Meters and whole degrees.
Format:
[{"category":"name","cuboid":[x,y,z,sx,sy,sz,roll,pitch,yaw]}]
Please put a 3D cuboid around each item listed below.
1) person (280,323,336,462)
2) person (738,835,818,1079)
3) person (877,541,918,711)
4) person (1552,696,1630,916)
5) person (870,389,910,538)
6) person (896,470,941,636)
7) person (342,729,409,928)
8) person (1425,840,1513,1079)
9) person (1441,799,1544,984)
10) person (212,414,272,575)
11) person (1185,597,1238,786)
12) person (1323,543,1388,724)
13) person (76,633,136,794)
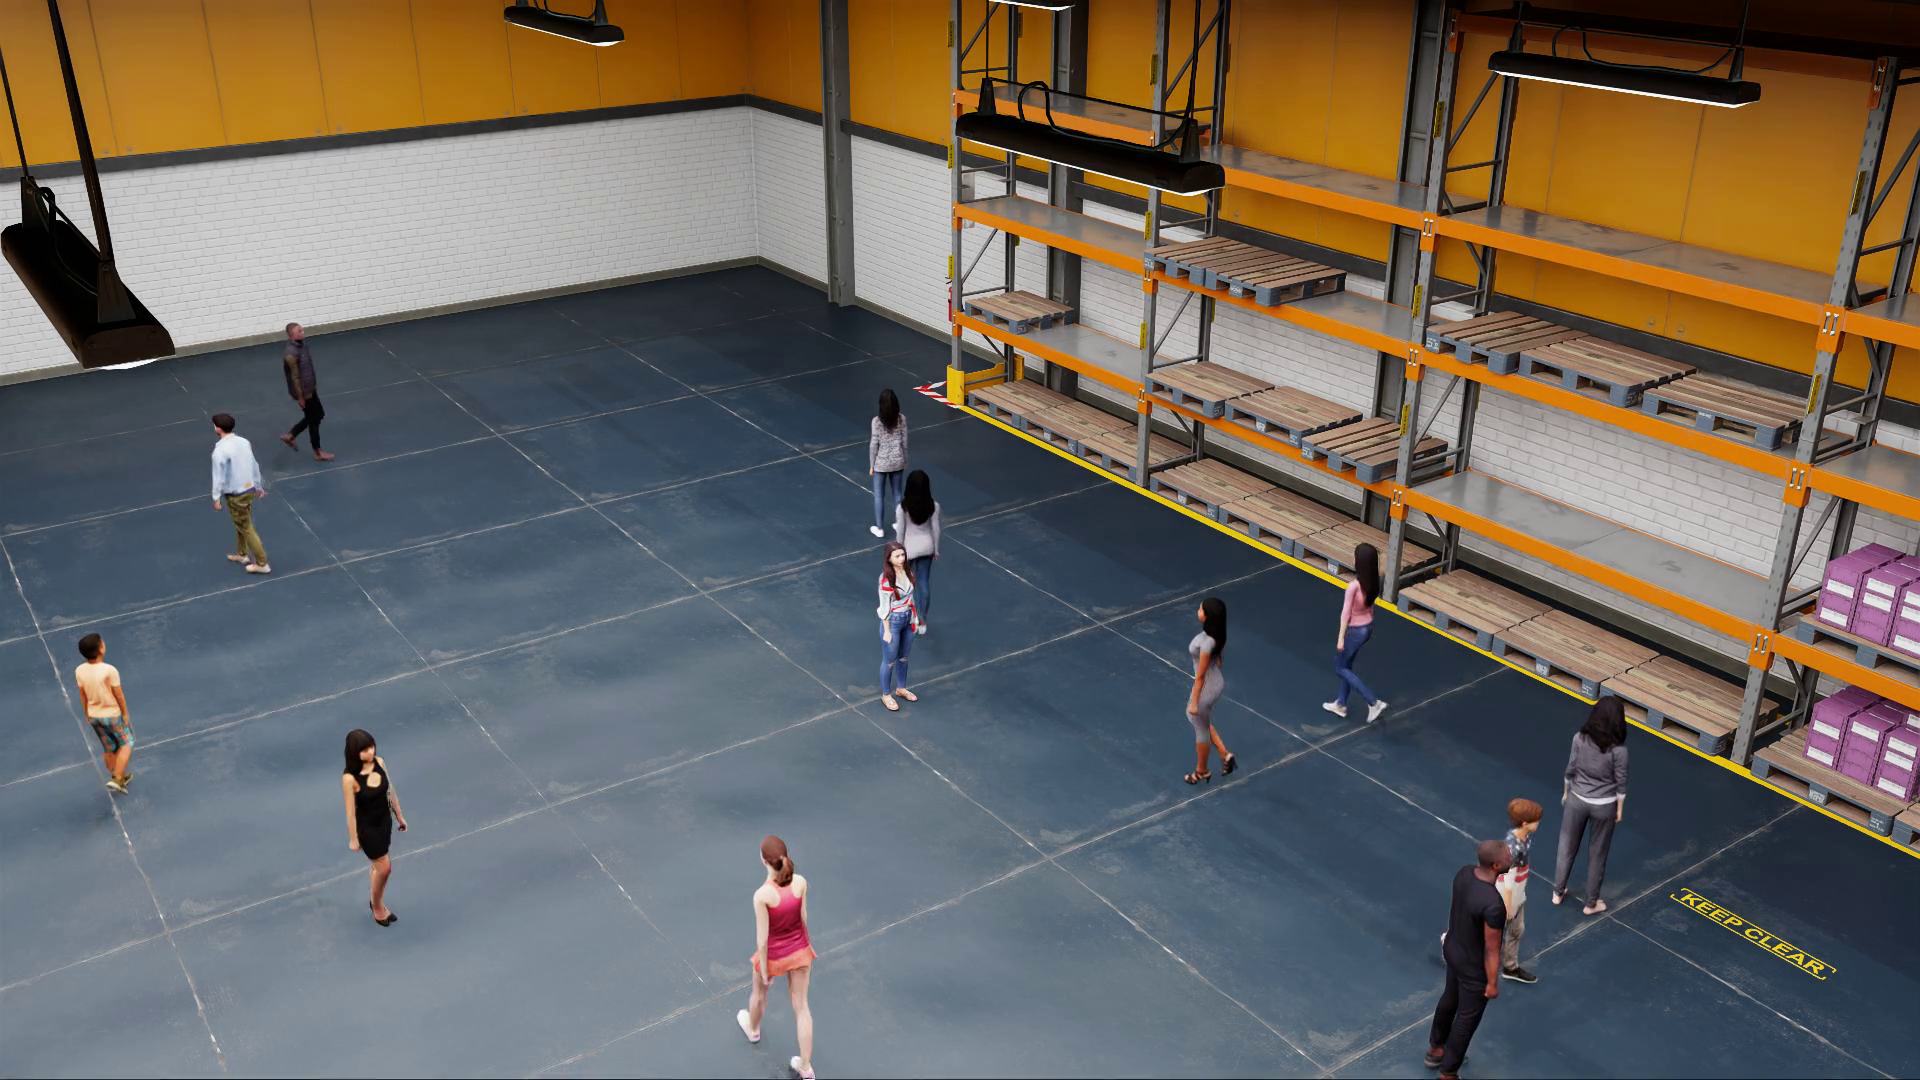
[{"category":"person","cuboid":[-8.360,-1.868,21.028,1.017,1.822,0.998,-1,24,-3]},{"category":"person","cuboid":[-1.091,2.717,10.668,0.621,1.718,1.032,-13,27,-27]},{"category":"person","cuboid":[-0.583,0.761,15.273,0.577,1.614,0.626,21,31,39]},{"category":"person","cuboid":[4.683,1.962,12.341,0.550,1.762,0.716,17,29,34]},{"category":"person","cuboid":[-0.810,-0.877,18.874,0.653,1.731,0.586,-11,26,-23]},{"category":"person","cuboid":[-0.405,0.163,16.505,0.702,1.723,0.694,-7,24,-15]},{"category":"person","cuboid":[-4.370,2.090,12.200,0.701,1.640,0.662,9,25,20]},{"category":"person","cuboid":[3.241,2.698,10.594,0.817,1.813,0.699,-2,24,-4]},{"category":"person","cuboid":[3.768,2.452,11.645,0.982,1.421,0.801,12,26,26]},{"category":"person","cuboid":[-7.683,-0.482,17.898,1.047,1.790,0.978,6,24,12]},{"category":"person","cuboid":[2.137,1.301,13.841,0.854,1.771,0.776,11,26,23]},{"category":"person","cuboid":[3.598,0.866,14.892,0.663,1.727,0.919,-20,31,-39]},{"category":"person","cuboid":[-7.125,1.486,13.820,0.727,1.449,0.821,0,24,0]}]
